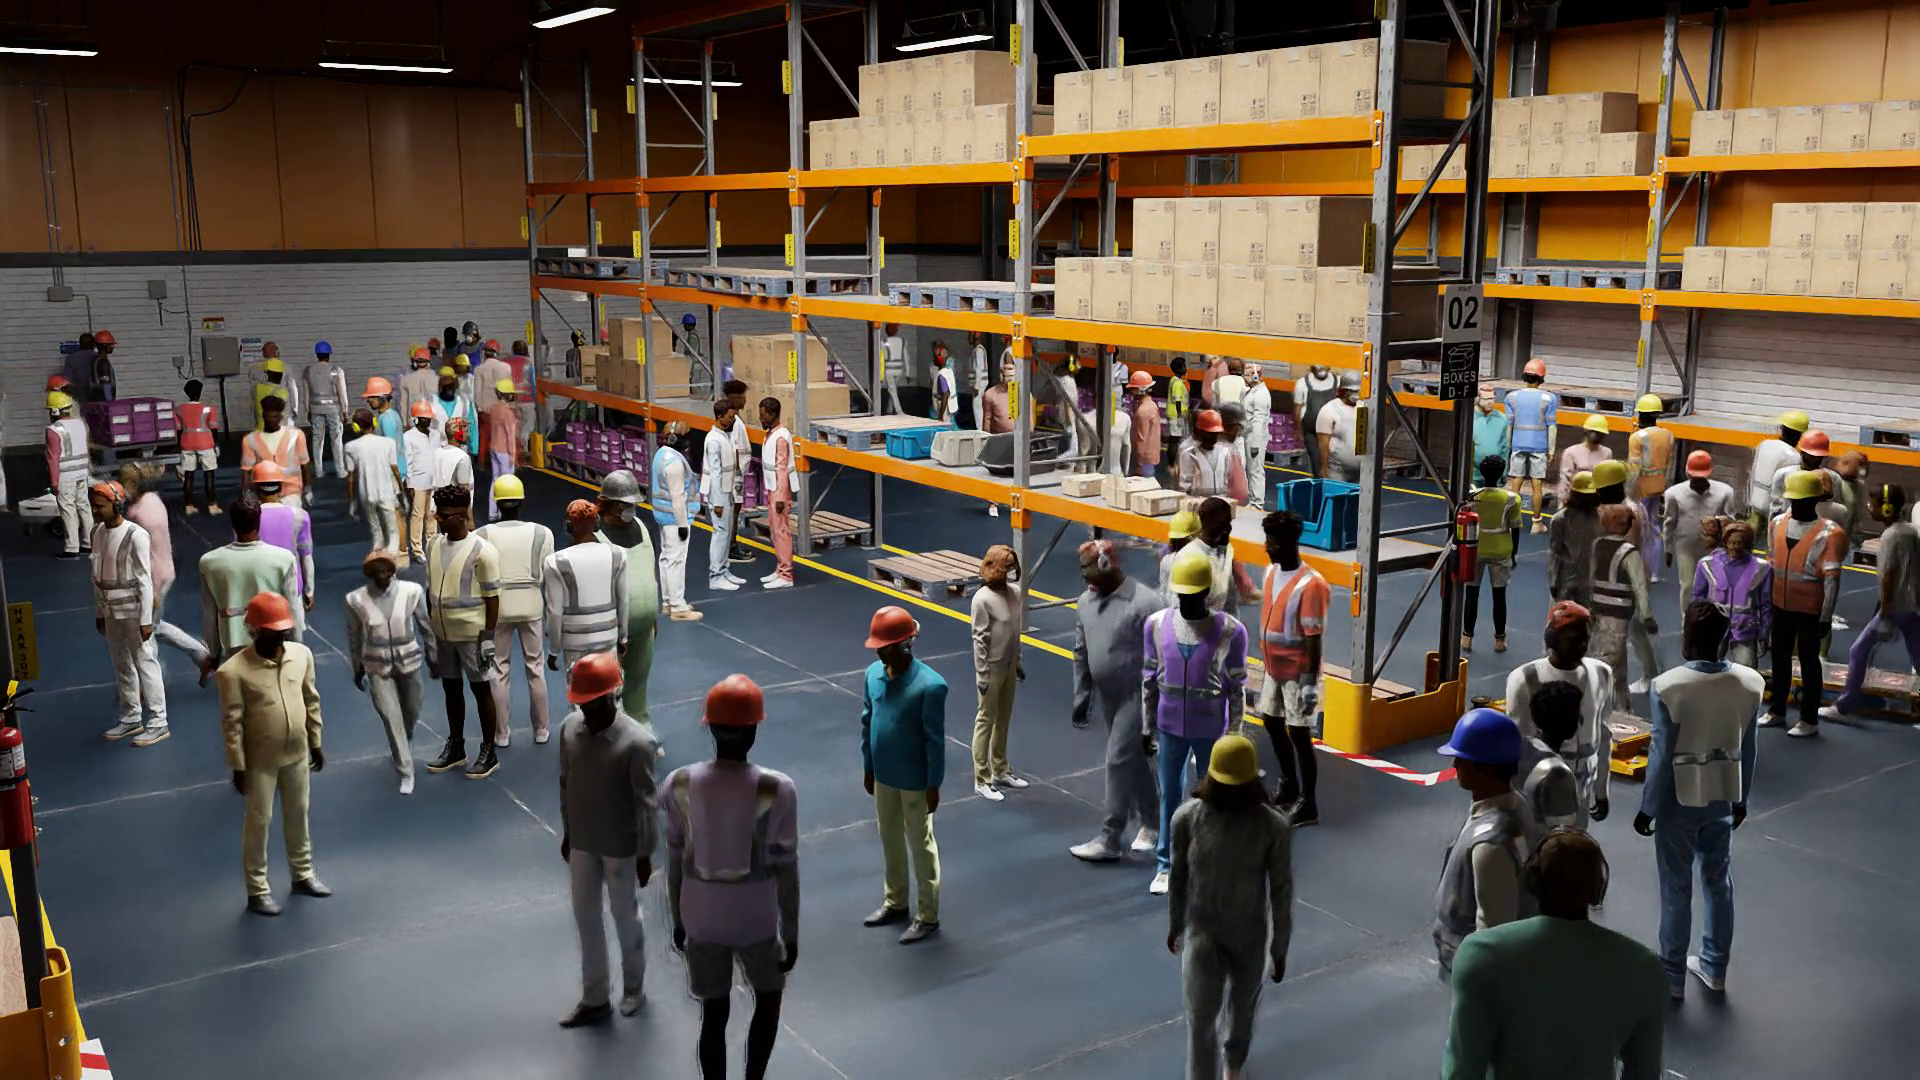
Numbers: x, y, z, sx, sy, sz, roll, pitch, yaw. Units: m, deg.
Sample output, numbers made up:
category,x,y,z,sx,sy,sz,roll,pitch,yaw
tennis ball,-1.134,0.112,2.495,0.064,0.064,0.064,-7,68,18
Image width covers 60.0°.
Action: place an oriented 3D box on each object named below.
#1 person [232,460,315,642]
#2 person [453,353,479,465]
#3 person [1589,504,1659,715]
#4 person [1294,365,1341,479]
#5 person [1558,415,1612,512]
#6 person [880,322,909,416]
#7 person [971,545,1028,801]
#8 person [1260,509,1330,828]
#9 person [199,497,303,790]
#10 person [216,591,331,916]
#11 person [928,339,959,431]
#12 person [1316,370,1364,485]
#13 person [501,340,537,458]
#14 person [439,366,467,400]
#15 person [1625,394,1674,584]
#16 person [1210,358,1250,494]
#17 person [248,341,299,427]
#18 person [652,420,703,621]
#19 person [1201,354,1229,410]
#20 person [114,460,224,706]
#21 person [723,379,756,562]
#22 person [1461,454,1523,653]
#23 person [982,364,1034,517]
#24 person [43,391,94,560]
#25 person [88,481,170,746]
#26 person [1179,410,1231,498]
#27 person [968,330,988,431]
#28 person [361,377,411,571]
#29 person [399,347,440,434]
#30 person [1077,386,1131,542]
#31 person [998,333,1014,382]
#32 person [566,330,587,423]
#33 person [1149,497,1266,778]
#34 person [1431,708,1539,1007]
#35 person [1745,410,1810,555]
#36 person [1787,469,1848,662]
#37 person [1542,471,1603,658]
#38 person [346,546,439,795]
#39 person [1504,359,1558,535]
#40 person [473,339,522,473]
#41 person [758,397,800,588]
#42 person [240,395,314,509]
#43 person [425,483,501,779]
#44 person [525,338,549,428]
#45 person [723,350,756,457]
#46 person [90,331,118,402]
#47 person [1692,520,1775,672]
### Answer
category,x,y,z,sx,sy,sz,roll,pitch,yaw
person,-5.062,0.367,12.291,0.556,1.922,0.391,-7,13,-33
person,-7.204,-1.853,24.135,0.496,1.727,0.499,-7,13,-32
person,4.790,0.552,12.138,0.510,1.613,0.593,-2,11,-8
person,4.677,-1.514,21.601,0.700,2.000,0.786,0,11,2
person,6.181,-0.370,16.518,0.615,1.744,0.495,-1,11,-4
person,-1.181,-2.957,29.517,0.607,1.846,0.960,-7,13,-34
person,0.255,0.833,10.637,0.280,1.633,0.500,7,13,32
person,2.025,0.783,10.067,0.409,1.952,0.736,-4,12,-20
person,-4.546,0.678,10.723,0.589,1.912,0.389,-3,11,-13
person,-3.636,1.123,8.872,0.356,1.744,0.568,7,13,32
person,-0.241,-2.197,25.682,0.523,1.820,0.801,-8,14,-35
person,4.243,-0.843,18.165,0.688,2.000,0.536,-6,12,-26
person,-6.723,-2.136,25.355,0.637,1.819,0.575,2,11,11
person,-6.736,-1.433,21.985,0.492,1.735,0.322,4,12,22
person,6.857,-0.496,16.681,0.595,1.925,0.371,-7,13,-30
person,3.628,-1.506,22.111,0.628,1.831,0.431,5,12,24
person,-9.822,-1.894,23.882,0.642,1.913,0.410,-1,11,-8
person,-2.607,-0.184,15.315,0.430,1.840,0.623,-4,12,-20
person,3.673,-1.902,23.991,0.411,1.894,0.660,-3,11,-13
person,-6.073,0.317,12.581,0.683,1.902,0.650,-5,12,-25
person,-2.417,-0.747,17.866,0.368,1.967,0.602,-3,11,-14
person,4.482,0.117,14.138,0.540,1.695,0.317,3,11,14
person,0.598,-1.220,20.479,0.643,1.900,0.398,-2,11,-9
person,-9.644,-0.697,17.985,0.403,1.823,0.596,2,11,9
person,-5.863,0.510,11.680,0.574,1.876,0.354,6,12,27
person,2.275,-0.242,15.354,0.548,1.937,0.379,-6,12,-26
person,0.283,-2.543,27.301,0.364,1.877,0.584,0,11,-1
person,-5.997,-0.687,17.400,0.410,2.033,0.608,-3,12,-17
person,-7.025,-1.533,21.847,0.616,1.986,0.407,-4,12,-17
person,1.531,-0.719,17.858,0.684,1.915,0.519,-5,12,-25
person,0.829,-2.585,27.629,0.389,1.836,0.561,1,11,6
person,-6.126,-2.446,26.808,0.532,1.870,0.319,9,14,39
person,1.615,0.614,11.181,1.033,1.865,0.610,8,13,34
person,1.908,1.561,6.100,0.394,1.945,0.618,4,12,20
person,7.710,-0.325,15.926,0.872,1.880,0.665,-3,11,-15
person,7.021,0.230,13.720,0.502,1.632,0.277,0,11,0
person,4.853,0.308,13.075,0.489,1.735,0.366,-2,11,-8
person,-3.694,0.799,10.850,0.534,1.610,0.680,-4,12,-21
person,6.641,-1.083,19.384,0.605,2.045,0.378,7,13,33
person,-6.685,-1.918,23.963,0.610,1.939,0.981,-9,14,-37
person,-1.820,-0.480,16.659,0.405,1.909,0.597,-3,12,-16
person,-6.749,-0.460,16.413,0.625,1.947,0.559,-2,11,-10
person,-3.301,0.596,10.993,0.606,1.966,0.367,5,12,25
person,-7.411,-2.763,29.099,0.659,1.605,0.366,2,11,9
person,-3.182,-1.996,24.419,0.569,1.900,0.802,-6,13,-29
person,-12.445,-2.033,24.289,0.415,2.035,0.609,-8,14,-37
person,5.322,0.665,11.502,0.519,1.631,0.319,6,12,27
